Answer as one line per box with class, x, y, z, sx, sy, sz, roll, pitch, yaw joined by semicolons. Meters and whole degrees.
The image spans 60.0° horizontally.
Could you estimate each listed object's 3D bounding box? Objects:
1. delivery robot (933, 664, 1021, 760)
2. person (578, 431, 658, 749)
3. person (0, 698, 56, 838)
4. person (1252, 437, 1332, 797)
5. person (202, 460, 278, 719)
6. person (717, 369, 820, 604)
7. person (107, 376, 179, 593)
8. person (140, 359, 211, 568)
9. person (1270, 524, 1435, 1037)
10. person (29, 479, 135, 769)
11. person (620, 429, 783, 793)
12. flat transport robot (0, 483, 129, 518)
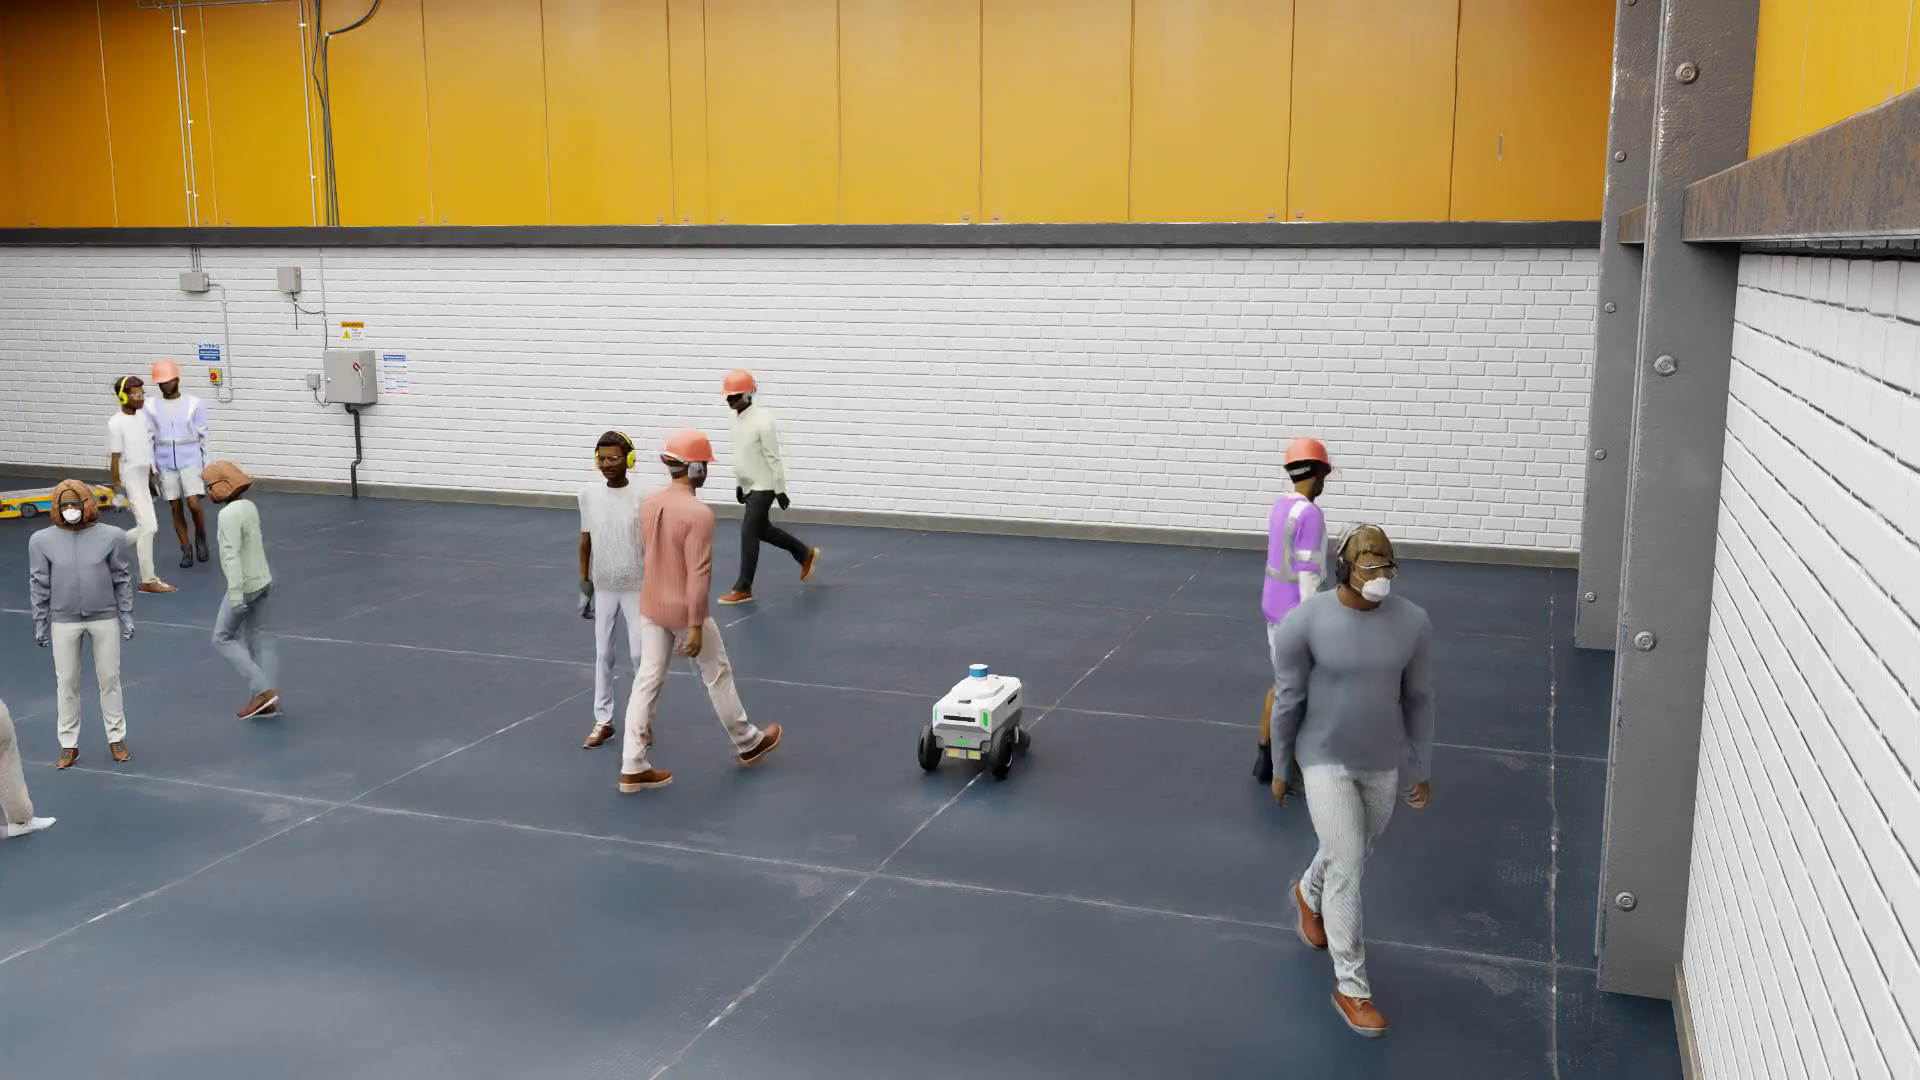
delivery robot;0.104;0.946;9.409;0.477;0.478;0.707;3;10;17
person;-1.967;0.295;9.686;0.559;1.876;0.364;1;10;5
person;-4.828;0.737;7.926;0.522;1.601;0.837;3;11;19
person;1.818;0.414;8.924;0.382;1.904;0.616;-1;10;-6
person;-4.420;0.313;10.246;0.378;1.606;0.532;-1;10;-4
person;-1.589;-0.466;13.766;0.945;1.942;0.641;-7;12;-35
person;-6.989;-0.462;13.961;0.667;1.848;0.535;0;10;-3
person;-7.079;-0.686;15.045;0.546;1.914;0.420;-3;11;-16
person;1.495;0.843;6.510;0.638;1.901;0.981;-2;10;-14
person;-4.923;0.464;9.355;0.507;1.631;0.266;-5;11;-26
person;-1.475;0.365;9.059;0.632;1.932;1.033;9;13;40
flat transport robot;-9.964;-0.440;18.282;1.431;0.197;0.652;-9;13;-41
